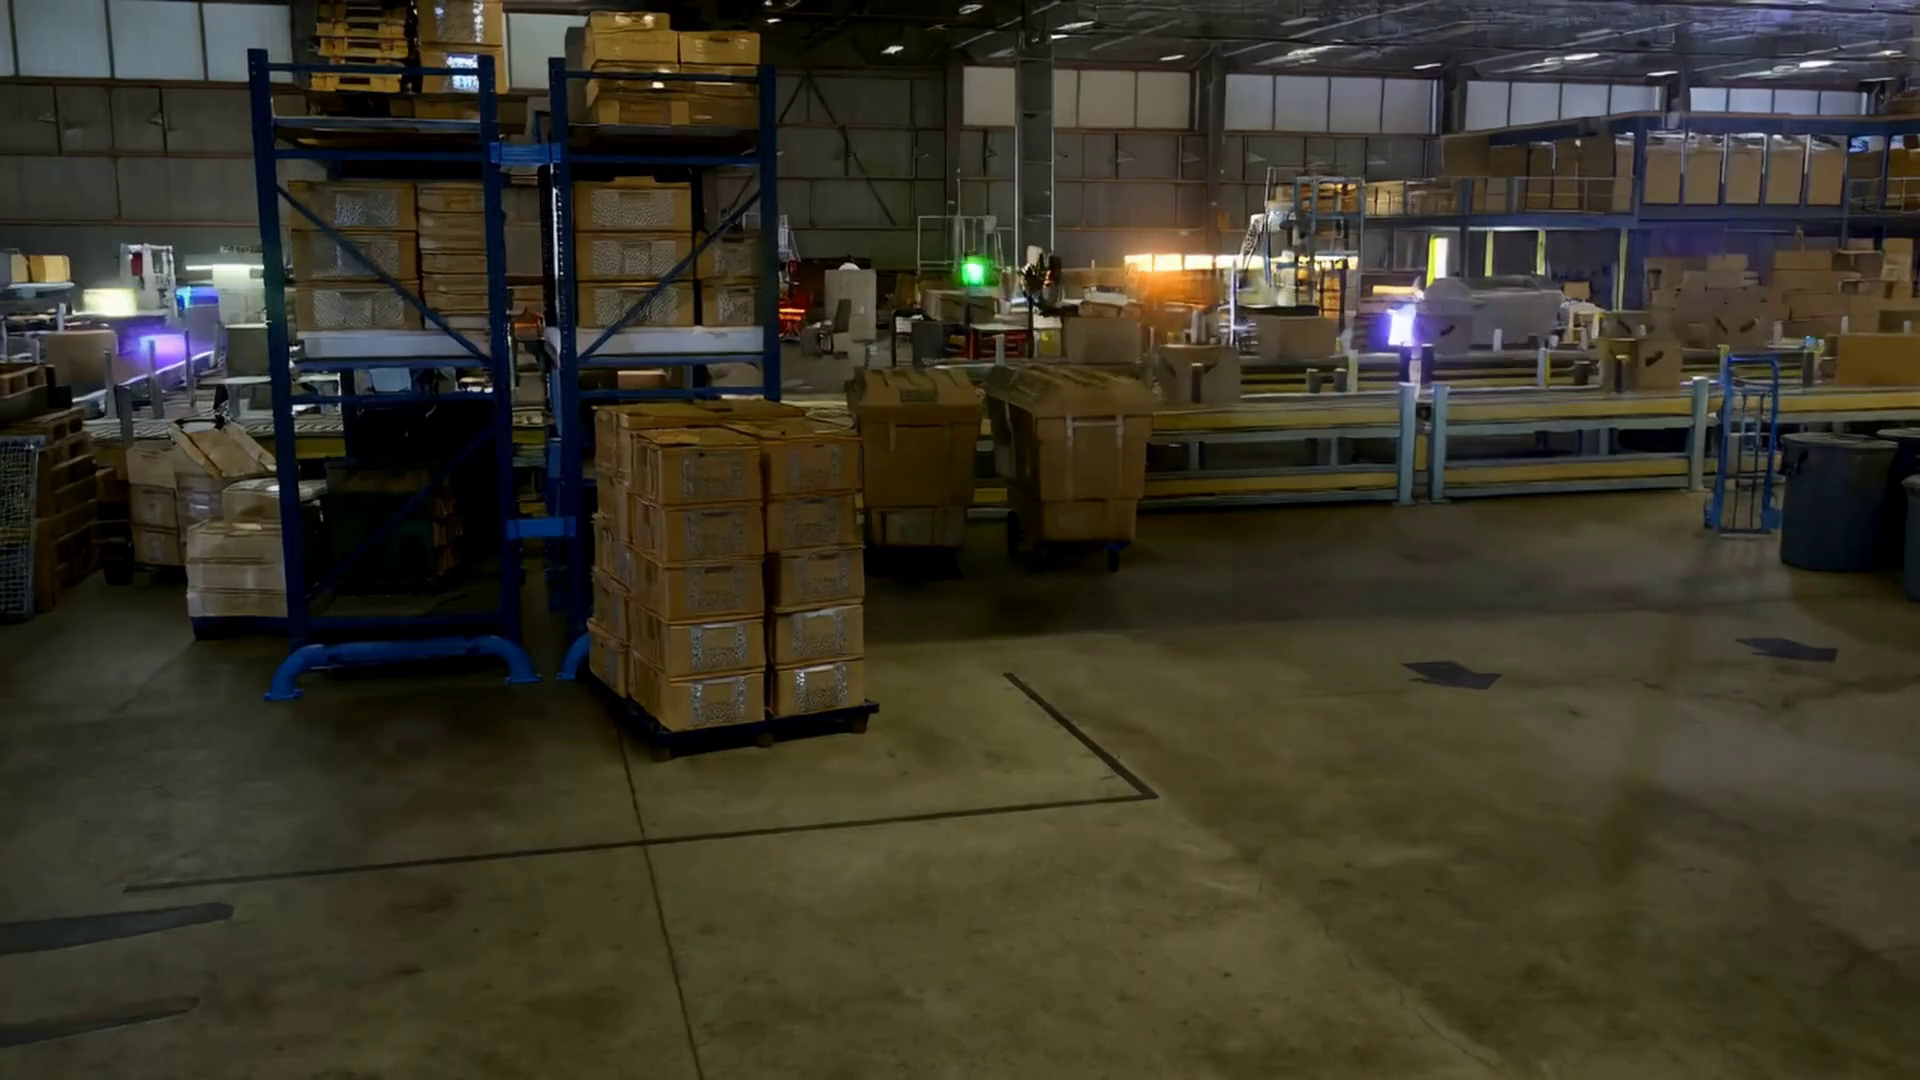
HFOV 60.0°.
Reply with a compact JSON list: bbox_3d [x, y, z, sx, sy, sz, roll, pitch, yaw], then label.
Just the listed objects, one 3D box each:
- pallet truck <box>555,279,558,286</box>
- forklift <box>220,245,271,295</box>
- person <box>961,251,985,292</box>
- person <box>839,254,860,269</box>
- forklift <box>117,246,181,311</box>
[{"bbox_3d":[-10.604,-6.375,44.520,0.653,1.274,1.630,-3,10,-15],"label":"pallet truck"},{"bbox_3d":[-17.749,-6.334,41.440,1.157,1.987,2.680,-3,10,-17],"label":"forklift"},{"bbox_3d":[0.288,-6.393,42.667,0.631,1.985,1.068,-7,12,-33],"label":"person"},{"bbox_3d":[-3.292,-7.564,49.593,0.655,1.894,0.540,3,10,15],"label":"person"},{"bbox_3d":[-19.966,-6.232,40.894,1.157,1.987,2.680,-3,10,-15],"label":"forklift"}]
